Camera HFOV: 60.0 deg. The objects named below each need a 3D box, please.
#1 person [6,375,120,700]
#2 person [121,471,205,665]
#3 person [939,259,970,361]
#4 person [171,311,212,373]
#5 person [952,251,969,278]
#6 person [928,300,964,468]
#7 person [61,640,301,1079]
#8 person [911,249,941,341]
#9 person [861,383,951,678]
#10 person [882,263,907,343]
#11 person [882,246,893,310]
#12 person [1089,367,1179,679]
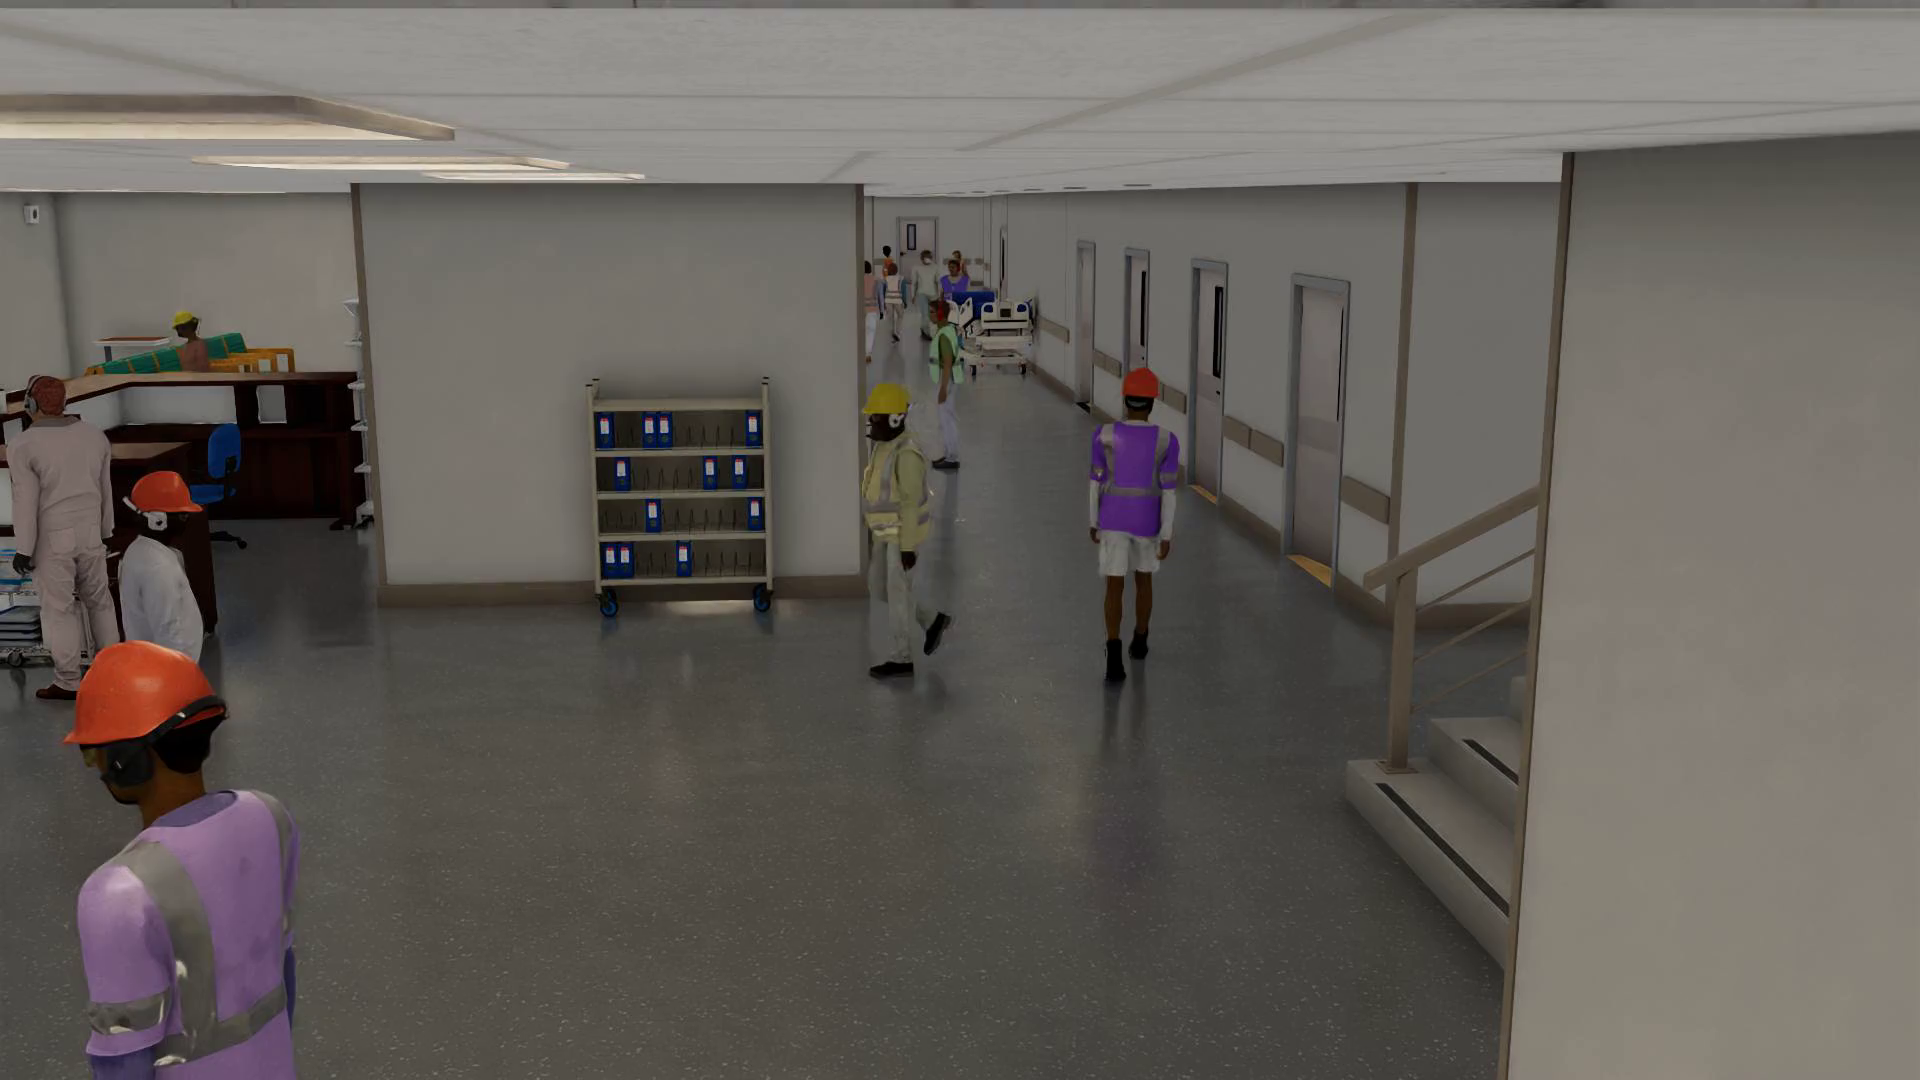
[{"bbox_3d":[-5.283,-0.017,9.773,0.401,1.906,0.651,5,12,22],"label":"person"},{"bbox_3d":[-3.468,0.562,7.327,0.347,1.746,0.573,-7,14,-32],"label":"person"},{"bbox_3d":[-0.092,-4.174,30.247,0.568,1.840,0.374,2,12,11],"label":"person"},{"bbox_3d":[-8.141,-1.595,17.877,0.548,1.733,0.435,10,15,40],"label":"person"},{"bbox_3d":[-0.013,-6.905,44.254,0.925,1.570,0.571,-11,16,-42],"label":"person"},{"bbox_3d":[-0.154,-1.693,18.159,0.398,1.835,0.593,0,12,0],"label":"person"},{"bbox_3d":[-1.618,1.206,3.514,0.412,2.029,0.611,2,12,8],"label":"person"},{"bbox_3d":[-0.718,-5.150,34.905,0.647,1.902,0.969,-3,12,-15],"label":"person"},{"bbox_3d":[-0.334,-0.057,10.176,0.557,1.819,0.608,-4,12,-20],"label":"person"},{"bbox_3d":[-1.349,-4.866,34.141,0.545,1.622,0.371,2,12,8],"label":"person"},{"bbox_3d":[-1.913,-7.004,44.432,0.321,1.696,0.537,-1,12,-4],"label":"person"},{"bbox_3d":[1.064,-0.111,10.248,0.542,1.906,0.948,1,12,5],"label":"person"}]
